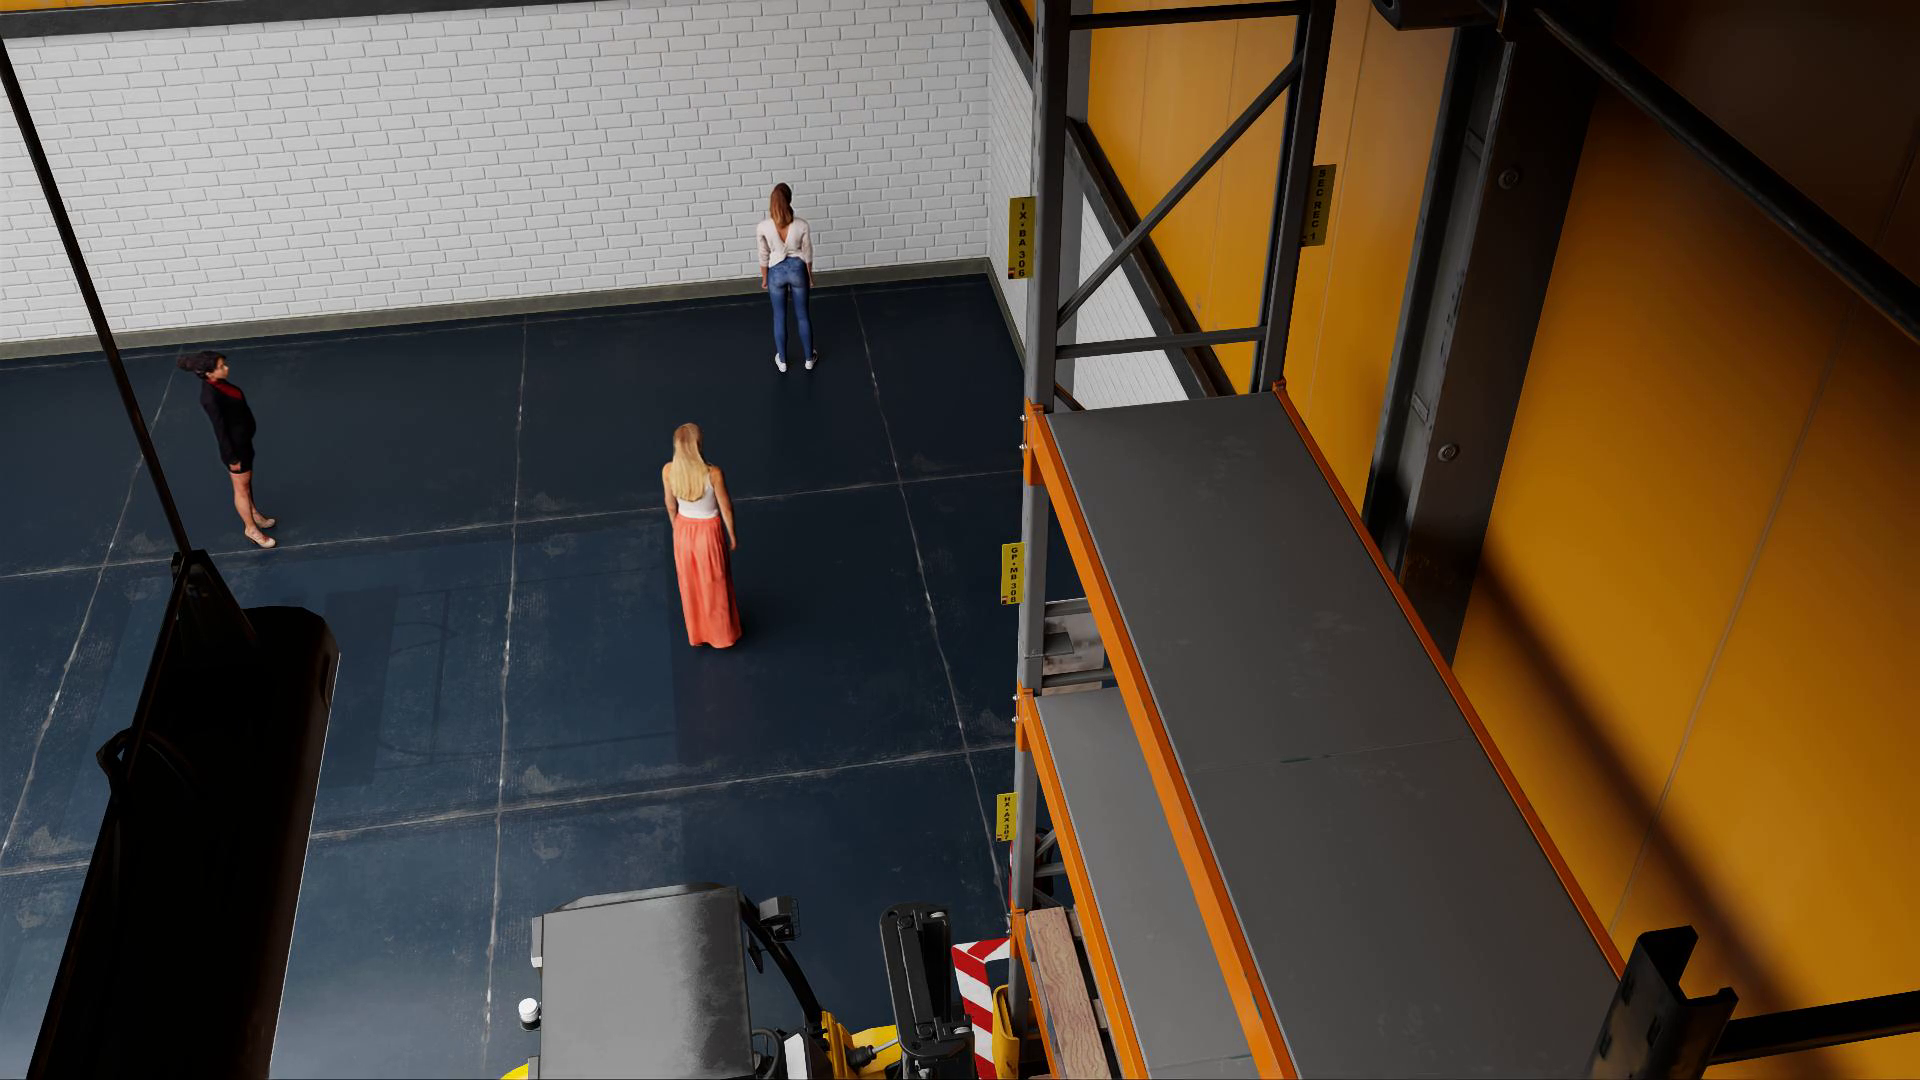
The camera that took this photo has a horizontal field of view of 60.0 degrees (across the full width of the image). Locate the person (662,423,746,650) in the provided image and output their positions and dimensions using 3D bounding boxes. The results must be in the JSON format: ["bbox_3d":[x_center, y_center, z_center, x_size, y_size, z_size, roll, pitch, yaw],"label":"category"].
[{"bbox_3d":[-1.749,-0.007,11.201,0.717,1.804,0.723,10,40,12],"label":"person"}]

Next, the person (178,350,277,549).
[{"bbox_3d":[-5.300,-0.679,12.174,0.663,1.640,0.571,-11,40,-13],"label":"person"}]

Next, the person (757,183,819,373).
[{"bbox_3d":[-1.452,-2.209,14.027,0.619,1.719,0.534,-3,39,-4],"label":"person"}]
